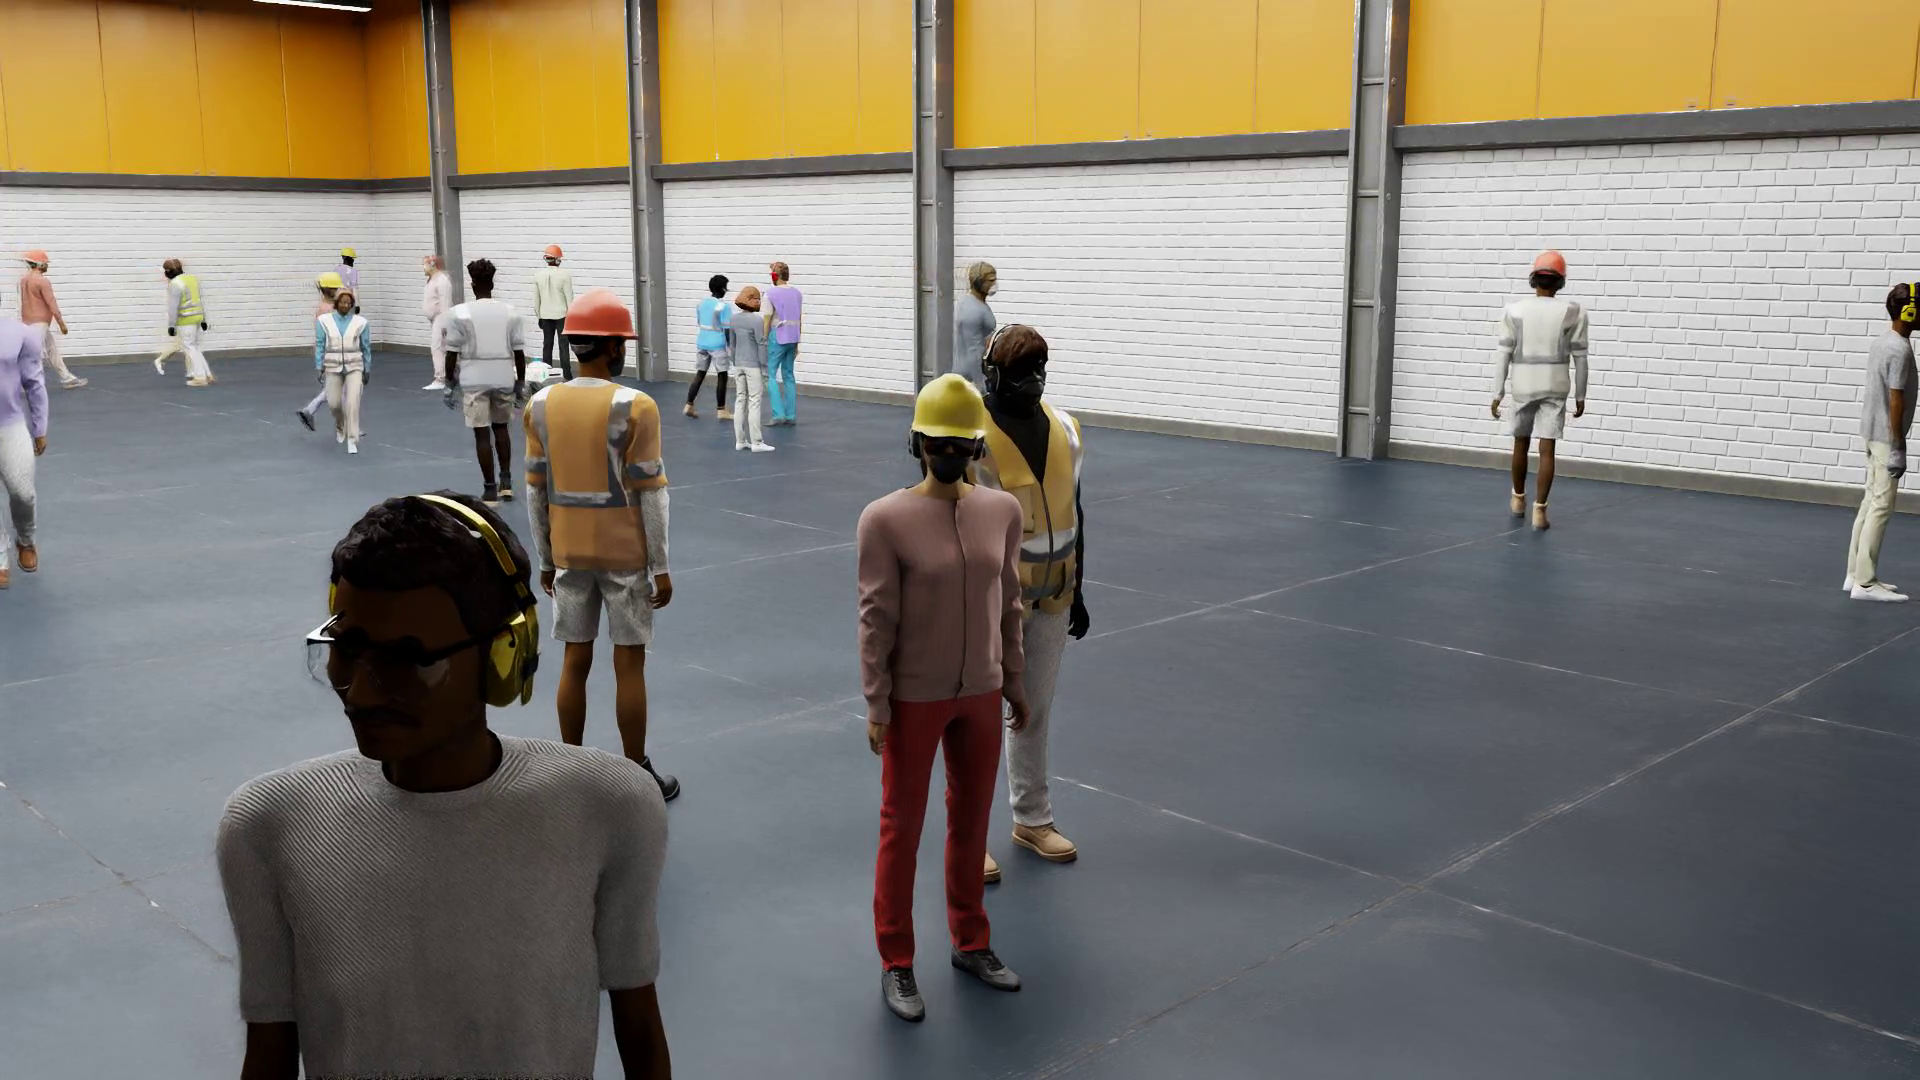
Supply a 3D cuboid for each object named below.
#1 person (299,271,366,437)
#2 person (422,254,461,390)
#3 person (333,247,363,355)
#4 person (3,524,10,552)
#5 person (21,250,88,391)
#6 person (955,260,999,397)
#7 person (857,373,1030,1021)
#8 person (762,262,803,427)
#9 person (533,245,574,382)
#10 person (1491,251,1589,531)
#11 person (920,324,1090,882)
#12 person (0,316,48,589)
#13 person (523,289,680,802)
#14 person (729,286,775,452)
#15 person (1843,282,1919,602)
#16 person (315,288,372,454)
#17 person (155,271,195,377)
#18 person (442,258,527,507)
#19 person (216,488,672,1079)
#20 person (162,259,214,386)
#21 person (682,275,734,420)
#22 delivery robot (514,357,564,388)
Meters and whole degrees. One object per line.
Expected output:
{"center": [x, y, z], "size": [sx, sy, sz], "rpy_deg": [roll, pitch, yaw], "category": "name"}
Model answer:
{"center": [-6.663, -1.954, 17.562], "size": [0.578, 1.750, 0.539], "rpy_deg": [-4, 11, -20], "category": "person"}
{"center": [-7.177, -3.044, 23.196], "size": [0.694, 1.879, 0.680], "rpy_deg": [-6, 12, -32], "category": "person"}
{"center": [-10.878, -4.242, 29.615], "size": [0.583, 1.919, 0.388], "rpy_deg": [6, 12, 31], "category": "person"}
{"center": [-6.382, -0.702, 10.560], "size": [0.592, 1.828, 1.013], "rpy_deg": [-4, 11, -20], "category": "person"}
{"center": [-12.642, -3.012, 22.894], "size": [0.616, 1.938, 1.058], "rpy_deg": [8, 13, 38], "category": "person"}
{"center": [0.148, -1.289, 13.467], "size": [0.462, 1.929, 0.654], "rpy_deg": [1, 10, 7], "category": "person"}
{"center": [-0.037, 0.424, 4.587], "size": [0.530, 1.767, 0.307], "rpy_deg": [-7, 12, -32], "category": "person"}
{"center": [-1.978, -2.173, 18.536], "size": [0.402, 1.839, 0.609], "rpy_deg": [8, 13, 37], "category": "person"}
{"center": [-5.714, -3.164, 23.521], "size": [0.609, 1.996, 0.379], "rpy_deg": [3, 11, 15], "category": "person"}
{"center": [4.292, -1.108, 12.290], "size": [0.645, 2.006, 0.915], "rpy_deg": [4, 11, 22], "category": "person"}
{"center": [0.181, 0.204, 5.575], "size": [0.622, 1.845, 0.429], "rpy_deg": [-7, 12, -33], "category": "person"}
{"center": [-5.885, -0.667, 10.093], "size": [0.634, 1.923, 0.473], "rpy_deg": [-5, 12, -27], "category": "person"}
{"center": [-1.315, 0.048, 6.166], "size": [0.552, 1.934, 0.357], "rpy_deg": [3, 11, 17], "category": "person"}
{"center": [-2.076, -1.691, 16.477], "size": [0.498, 1.633, 0.278], "rpy_deg": [9, 14, 42], "category": "person"}
{"center": [5.445, -0.568, 9.739], "size": [0.312, 1.861, 0.512], "rpy_deg": [3, 11, 17], "category": "person"}
{"center": [-6.077, -1.675, 16.418], "size": [0.526, 1.616, 0.549], "rpy_deg": [-4, 11, -18], "category": "person"}
{"center": [-11.757, -3.231, 24.954], "size": [0.597, 1.615, 0.501], "rpy_deg": [2, 11, 11], "category": "person"}
{"center": [-3.794, -1.248, 13.208], "size": [0.625, 1.946, 0.637], "rpy_deg": [-7, 13, -34], "category": "person"}
{"center": [-0.569, 0.860, 1.939], "size": [0.513, 1.866, 0.331], "rpy_deg": [-2, 11, -13], "category": "person"}
{"center": [-10.953, -3.071, 23.545], "size": [0.470, 1.803, 0.656], "rpy_deg": [0, 10, -1], "category": "person"}
{"center": [-2.903, -2.217, 19.221], "size": [0.691, 1.679, 0.473], "rpy_deg": [8, 13, 38], "category": "person"}
{"center": [-5.463, -2.129, 21.554], "size": [0.707, 0.478, 0.477], "rpy_deg": [9, 14, 40], "category": "delivery robot"}
